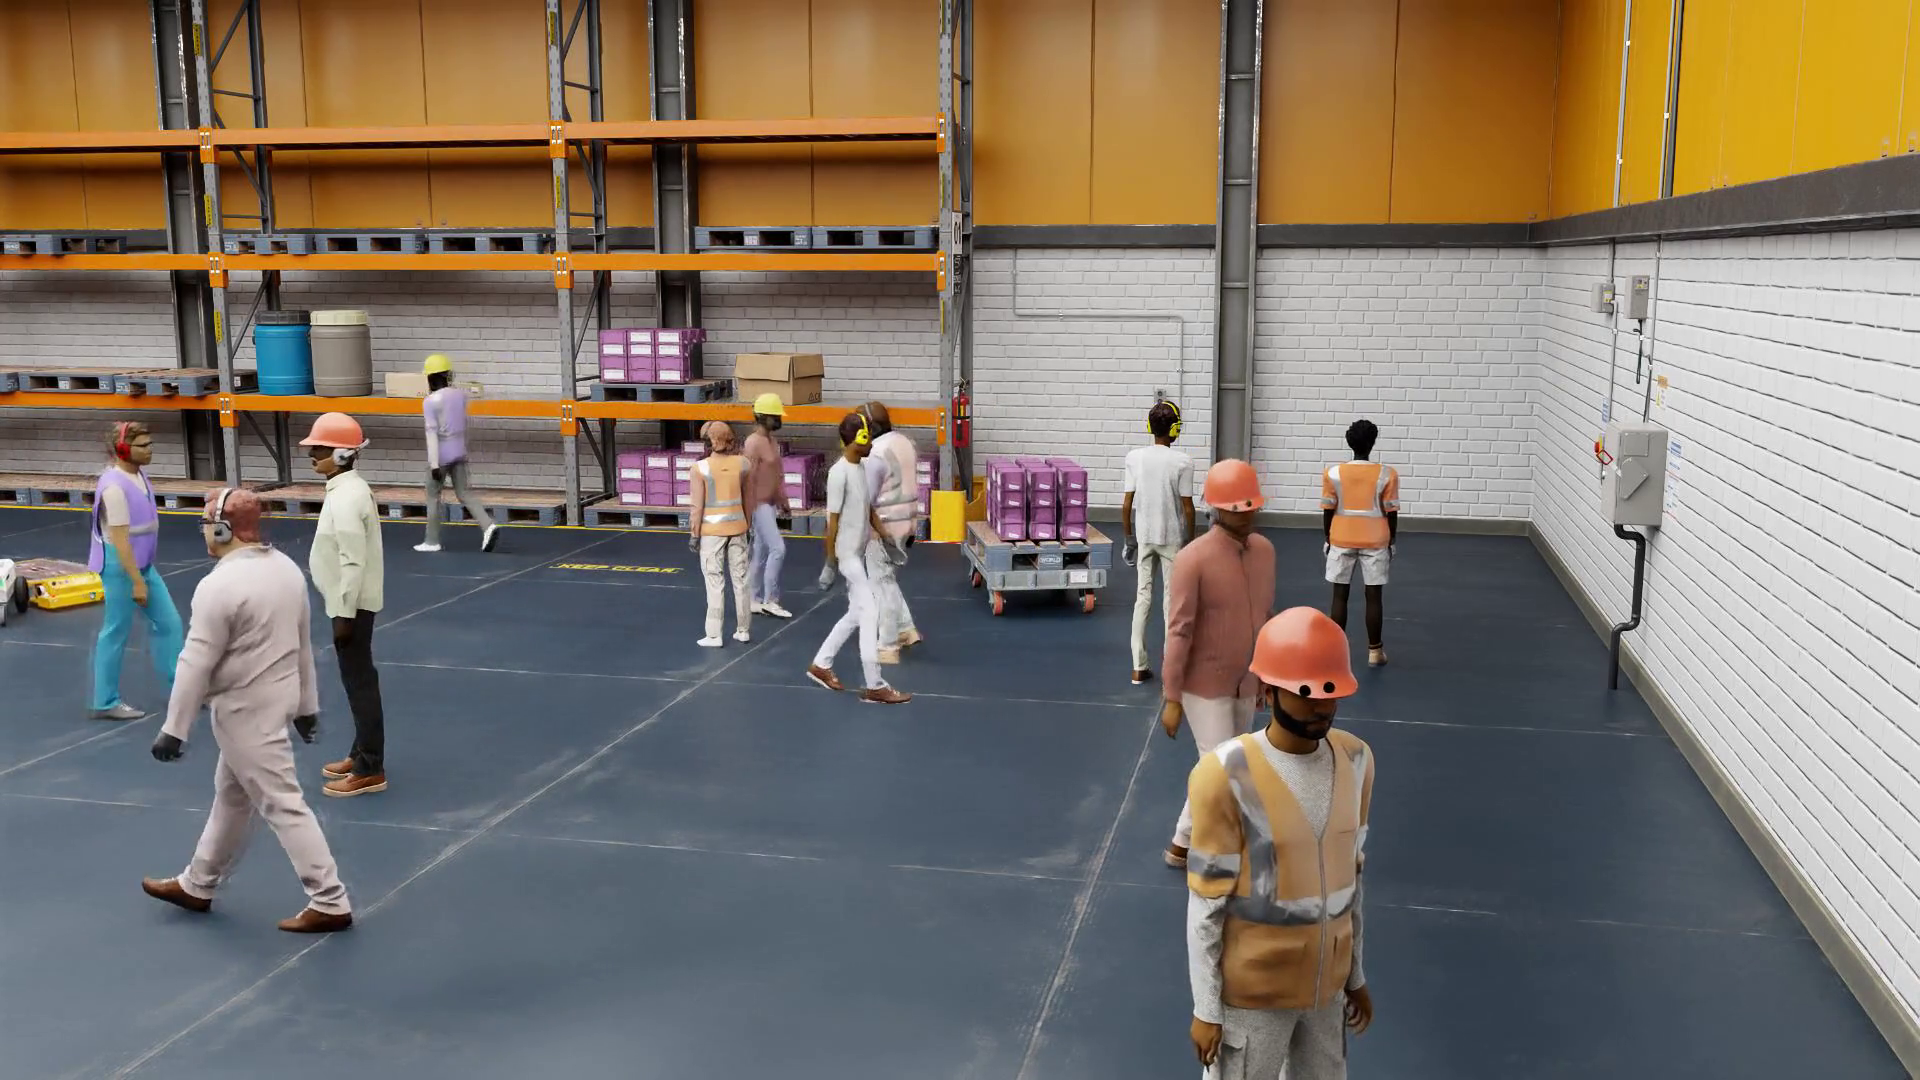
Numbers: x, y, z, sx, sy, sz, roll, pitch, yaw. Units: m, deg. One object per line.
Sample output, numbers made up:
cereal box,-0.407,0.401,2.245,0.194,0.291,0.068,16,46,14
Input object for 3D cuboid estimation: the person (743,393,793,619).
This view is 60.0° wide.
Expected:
person,-1.448,-0.257,12.868,0.590,1.746,0.544,2,10,14

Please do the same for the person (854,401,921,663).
person,-0.510,-0.052,11.452,0.429,1.818,0.664,3,10,19

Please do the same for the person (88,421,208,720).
person,-4.891,0.194,10.026,0.828,1.809,0.588,-2,10,-9

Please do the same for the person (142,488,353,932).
person,-2.986,0.710,6.857,0.985,1.853,0.643,0,10,1

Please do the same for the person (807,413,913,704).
person,-0.666,0.101,10.555,0.720,1.826,0.494,1,10,8

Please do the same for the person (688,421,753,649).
person,-1.709,-0.039,11.926,0.514,1.638,0.310,-8,12,-38

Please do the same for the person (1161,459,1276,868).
person,1.087,0.601,7.231,0.668,1.958,0.636,-9,13,-41

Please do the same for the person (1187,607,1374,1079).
person,0.834,1.113,4.219,0.552,1.934,0.373,-5,11,-27

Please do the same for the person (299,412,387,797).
person,-3.198,0.328,8.689,0.373,1.997,0.616,-3,10,-19

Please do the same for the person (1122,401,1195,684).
person,1.309,0.028,10.847,0.537,1.869,0.312,6,11,31

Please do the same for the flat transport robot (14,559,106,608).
flat transport robot,-7.553,0.340,13.724,1.431,0.197,0.652,6,11,33

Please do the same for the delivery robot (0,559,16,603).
delivery robot,-7.504,0.307,12.804,0.477,0.478,0.707,-4,10,-23

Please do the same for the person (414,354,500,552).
person,-4.803,-0.808,15.707,0.851,1.902,0.588,5,11,27

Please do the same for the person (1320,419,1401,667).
person,2.732,0.027,11.379,0.548,1.699,0.317,3,10,19
